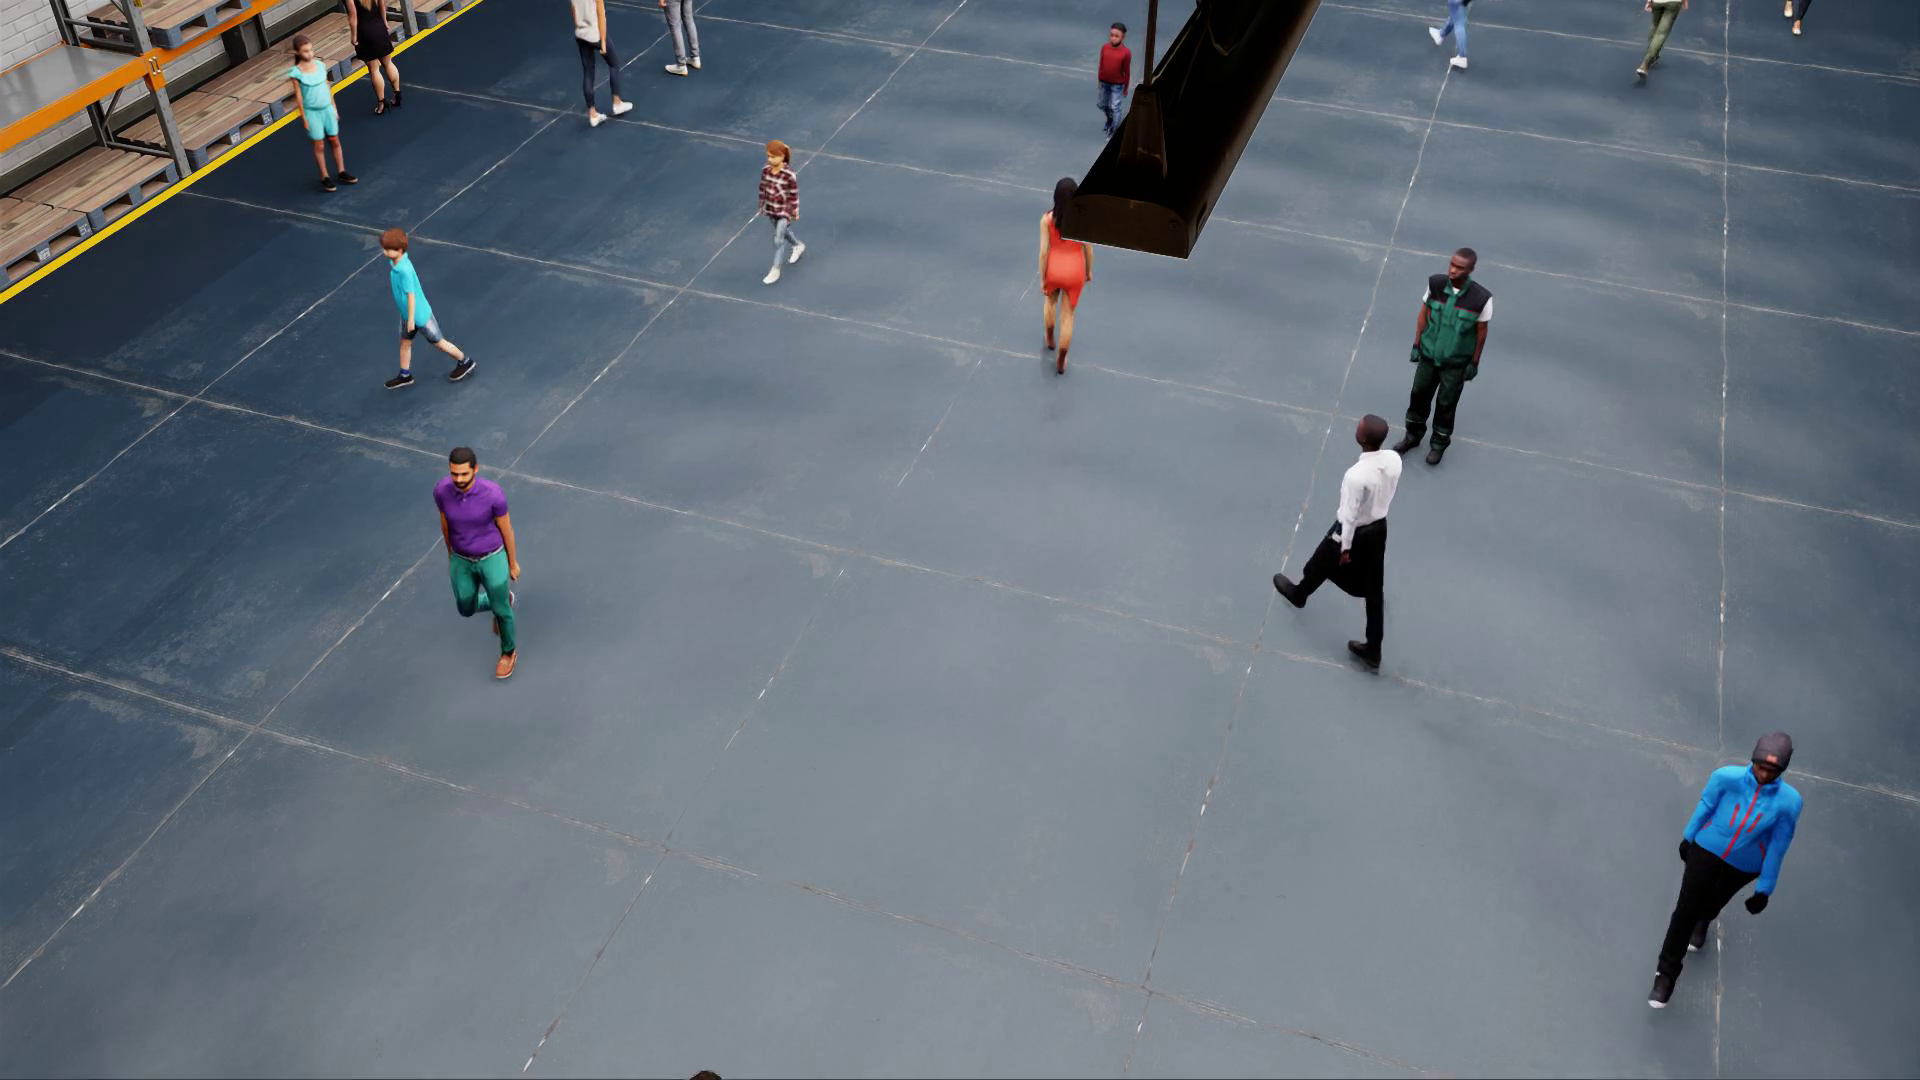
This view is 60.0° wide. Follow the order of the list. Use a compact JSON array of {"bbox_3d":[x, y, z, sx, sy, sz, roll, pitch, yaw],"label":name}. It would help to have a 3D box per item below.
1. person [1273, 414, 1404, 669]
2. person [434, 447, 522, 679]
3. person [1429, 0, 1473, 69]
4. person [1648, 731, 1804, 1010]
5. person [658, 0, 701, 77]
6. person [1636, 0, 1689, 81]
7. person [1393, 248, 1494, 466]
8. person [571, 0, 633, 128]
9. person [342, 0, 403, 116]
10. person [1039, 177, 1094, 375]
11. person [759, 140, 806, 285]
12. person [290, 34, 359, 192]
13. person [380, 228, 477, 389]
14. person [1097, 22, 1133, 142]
[{"bbox_3d":[2.671,0.043,10.853,1.263,1.784,1.217,-23,44,-26],"label":"person"},{"bbox_3d":[-3.093,0.063,10.852,0.729,1.755,0.895,4,39,5],"label":"person"},{"bbox_3d":[5.699,-6.123,18.730,1.096,1.591,1.183,-15,41,-17],"label":"person"},{"bbox_3d":[4.128,1.637,8.889,0.757,1.745,1.162,19,42,22],"label":"person"},{"bbox_3d":[-3.151,-6.150,18.520,0.764,1.894,0.606,26,46,29],"label":"person"},{"bbox_3d":[7.824,-5.923,18.455,0.828,1.621,1.183,28,46,30],"label":"person"},{"bbox_3d":[3.687,-1.408,12.628,0.750,1.837,0.692,25,45,28],"label":"person"},{"bbox_3d":[-3.901,-5.196,17.414,0.628,1.783,0.797,16,41,19],"label":"person"},{"bbox_3d":[-6.257,-5.382,17.700,0.754,1.717,0.601,21,43,24],"label":"person"},{"bbox_3d":[0.859,-2.122,13.634,0.700,1.697,0.888,5,39,6],"label":"person"},{"bbox_3d":[-1.599,-3.031,15.105,0.657,1.283,0.949,21,43,25],"label":"person"},{"bbox_3d":[-6.328,-4.214,16.364,0.683,1.560,0.580,31,48,33],"label":"person"},{"bbox_3d":[-4.373,-1.897,13.578,1.023,1.415,0.889,-22,44,-25],"label":"person"},{"bbox_3d":[1.629,-4.817,17.371,0.553,1.245,0.618,21,43,24],"label":"person"}]
